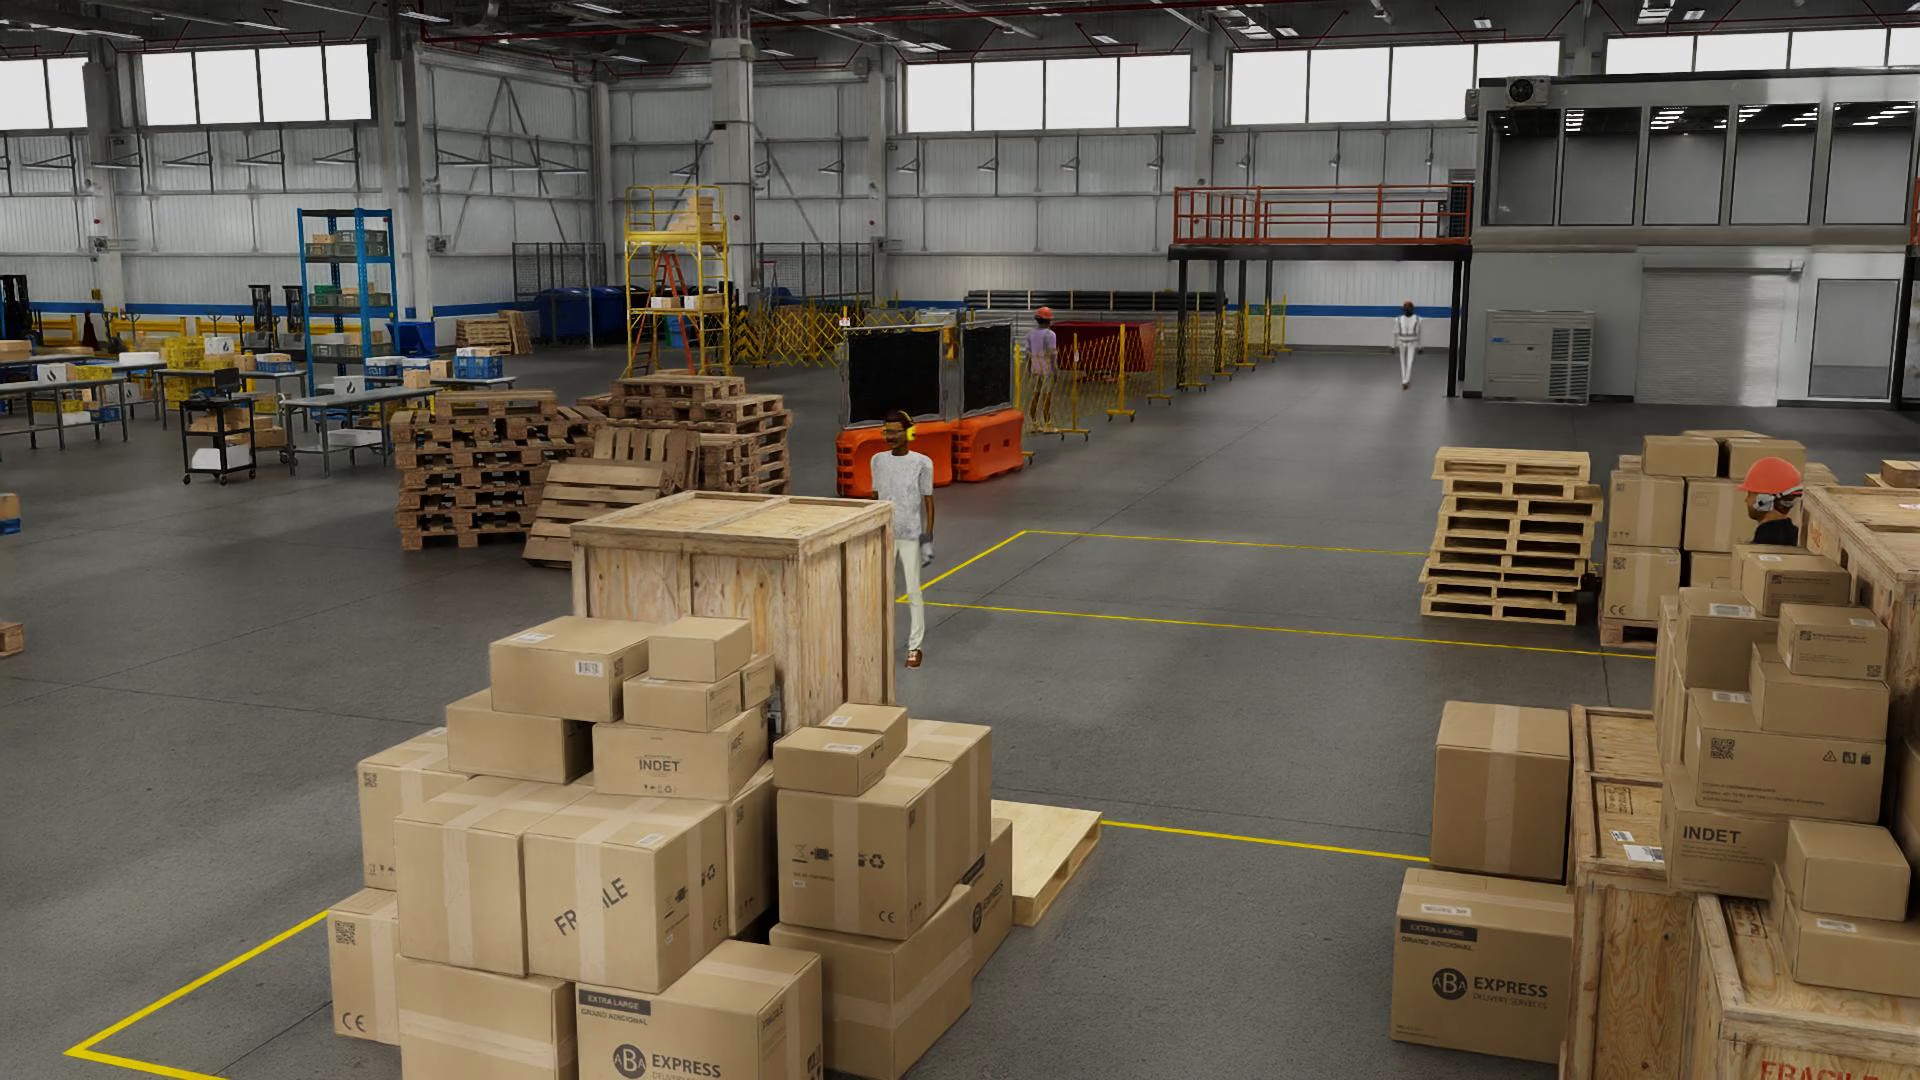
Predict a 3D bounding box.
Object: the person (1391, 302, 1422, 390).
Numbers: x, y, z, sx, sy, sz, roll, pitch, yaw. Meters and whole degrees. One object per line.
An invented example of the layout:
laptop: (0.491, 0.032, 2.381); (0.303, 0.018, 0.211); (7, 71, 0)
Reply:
person: (9.391, -4.075, 34.989); (0.598, 1.832, 1.005); (4, 11, 24)

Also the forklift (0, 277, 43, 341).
forklift: (-27.151, -6.329, 46.328); (1.157, 1.987, 2.680); (3, 11, 17)

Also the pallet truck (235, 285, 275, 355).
pallet truck: (-18.327, -5.835, 44.421); (0.823, 1.965, 1.885); (4, 11, 23)

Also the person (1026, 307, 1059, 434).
person: (1.345, -2.717, 26.748); (0.616, 2.044, 0.384); (9, 13, 41)

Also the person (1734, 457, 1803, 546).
person: (4.000, 0.578, 8.311); (0.625, 1.992, 0.386); (-10, 14, -44)

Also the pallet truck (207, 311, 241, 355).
pallet truck: (-19.537, -5.575, 44.913); (0.653, 1.274, 1.630); (3, 11, 19)

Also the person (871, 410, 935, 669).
person: (-0.427, -0.006, 11.953); (0.521, 1.873, 0.334); (4, 11, 22)

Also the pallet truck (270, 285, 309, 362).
pallet truck: (-17.147, -5.700, 43.663); (0.823, 1.965, 1.885); (3, 11, 17)

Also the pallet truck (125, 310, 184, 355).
pallet truck: (-22.038, -5.665, 45.457); (0.704, 1.261, 1.522); (3, 11, 17)

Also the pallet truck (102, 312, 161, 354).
pallet truck: (-23.057, -5.777, 46.261); (0.680, 1.201, 1.601); (3, 11, 19)
